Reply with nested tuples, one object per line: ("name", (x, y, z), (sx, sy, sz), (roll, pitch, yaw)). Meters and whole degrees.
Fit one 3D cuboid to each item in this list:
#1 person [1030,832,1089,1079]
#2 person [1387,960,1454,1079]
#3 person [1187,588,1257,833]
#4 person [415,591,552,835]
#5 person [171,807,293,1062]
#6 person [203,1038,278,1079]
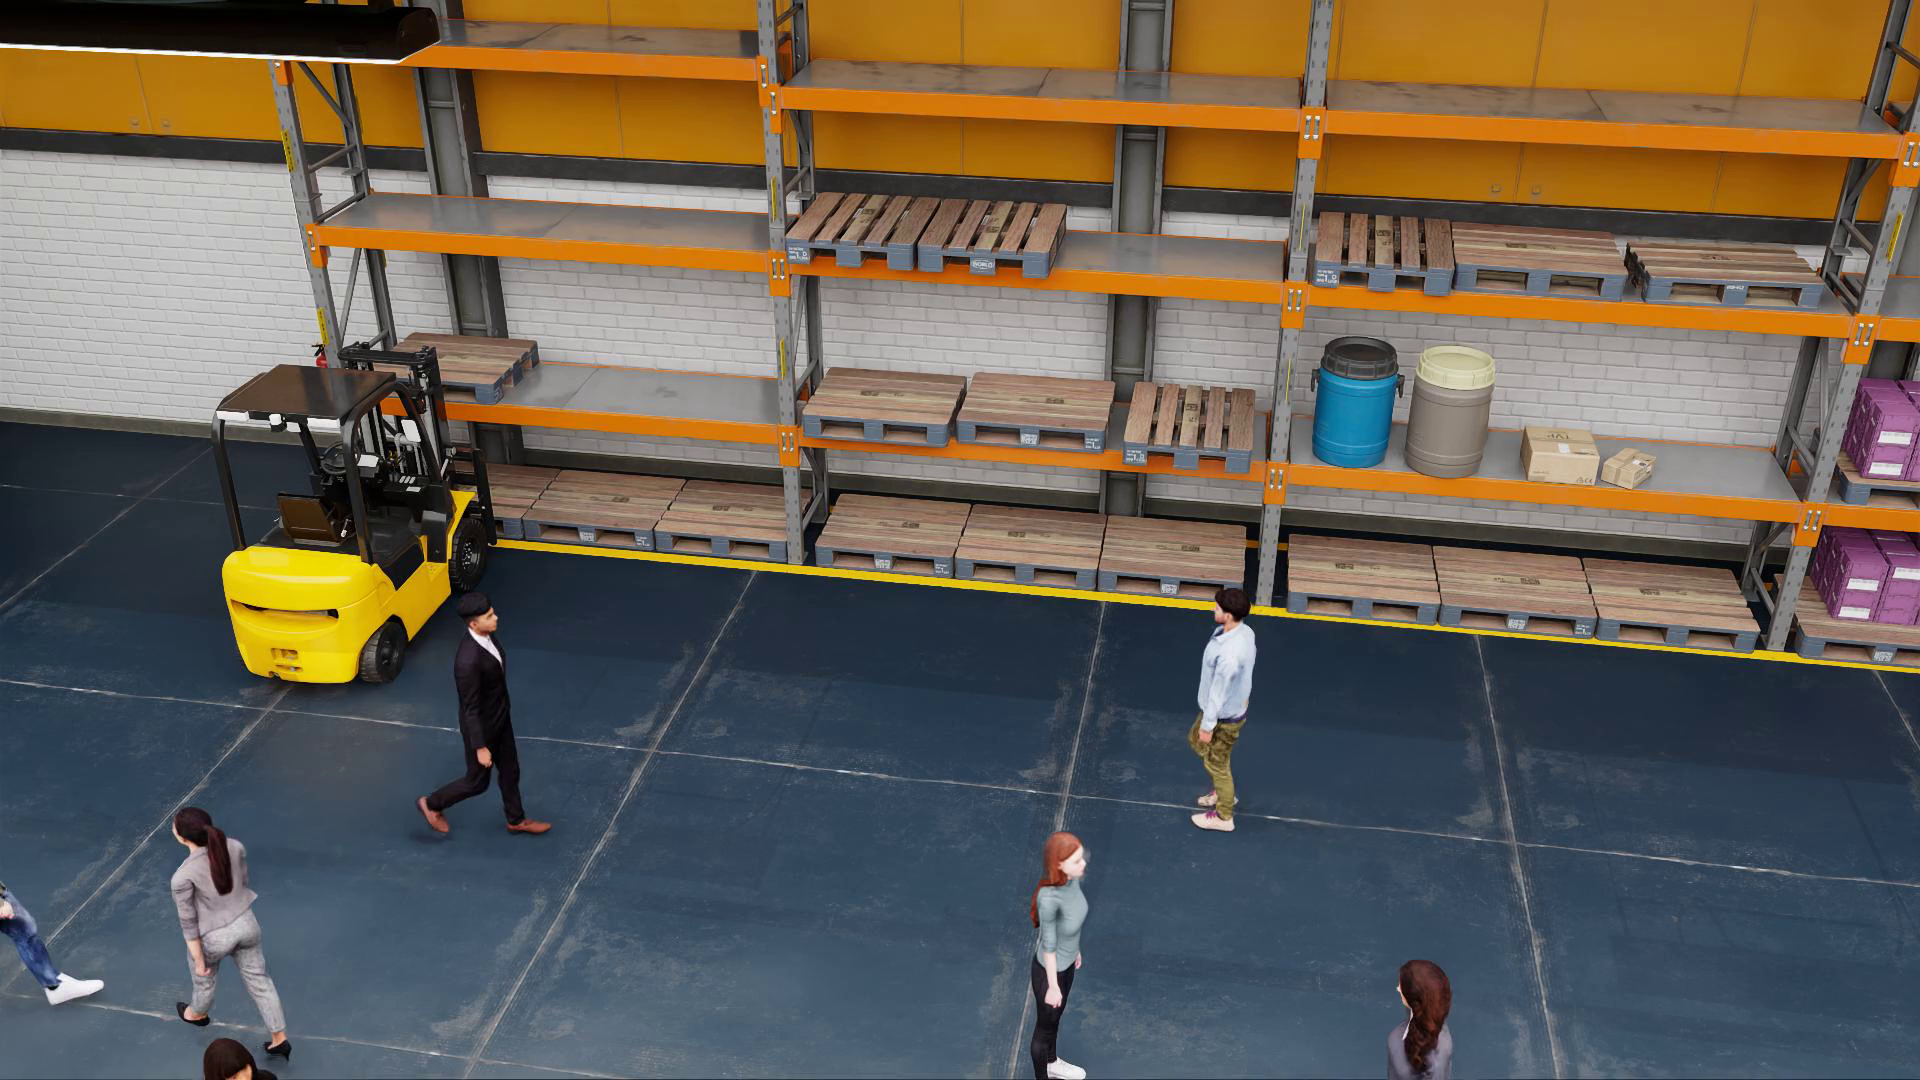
("person", (0.512, 2.260, 8.801), (0.603, 1.744, 0.619), (11, 30, 19))
("person", (2.257, 2.732, 7.939), (1.090, 1.740, 0.799), (-4, 29, -7))
("person", (1.791, 1.136, 10.804), (0.648, 1.799, 0.698), (8, 30, 14))
("person", (-3.150, 1.166, 10.685), (1.119, 1.859, 0.800), (1, 29, 3))
("person", (-3.930, 2.194, 9.032), (1.129, 1.638, 0.895), (16, 33, 27))
("person", (-3.307, 2.910, 7.749), (1.127, 1.609, 0.828), (15, 32, 26))
